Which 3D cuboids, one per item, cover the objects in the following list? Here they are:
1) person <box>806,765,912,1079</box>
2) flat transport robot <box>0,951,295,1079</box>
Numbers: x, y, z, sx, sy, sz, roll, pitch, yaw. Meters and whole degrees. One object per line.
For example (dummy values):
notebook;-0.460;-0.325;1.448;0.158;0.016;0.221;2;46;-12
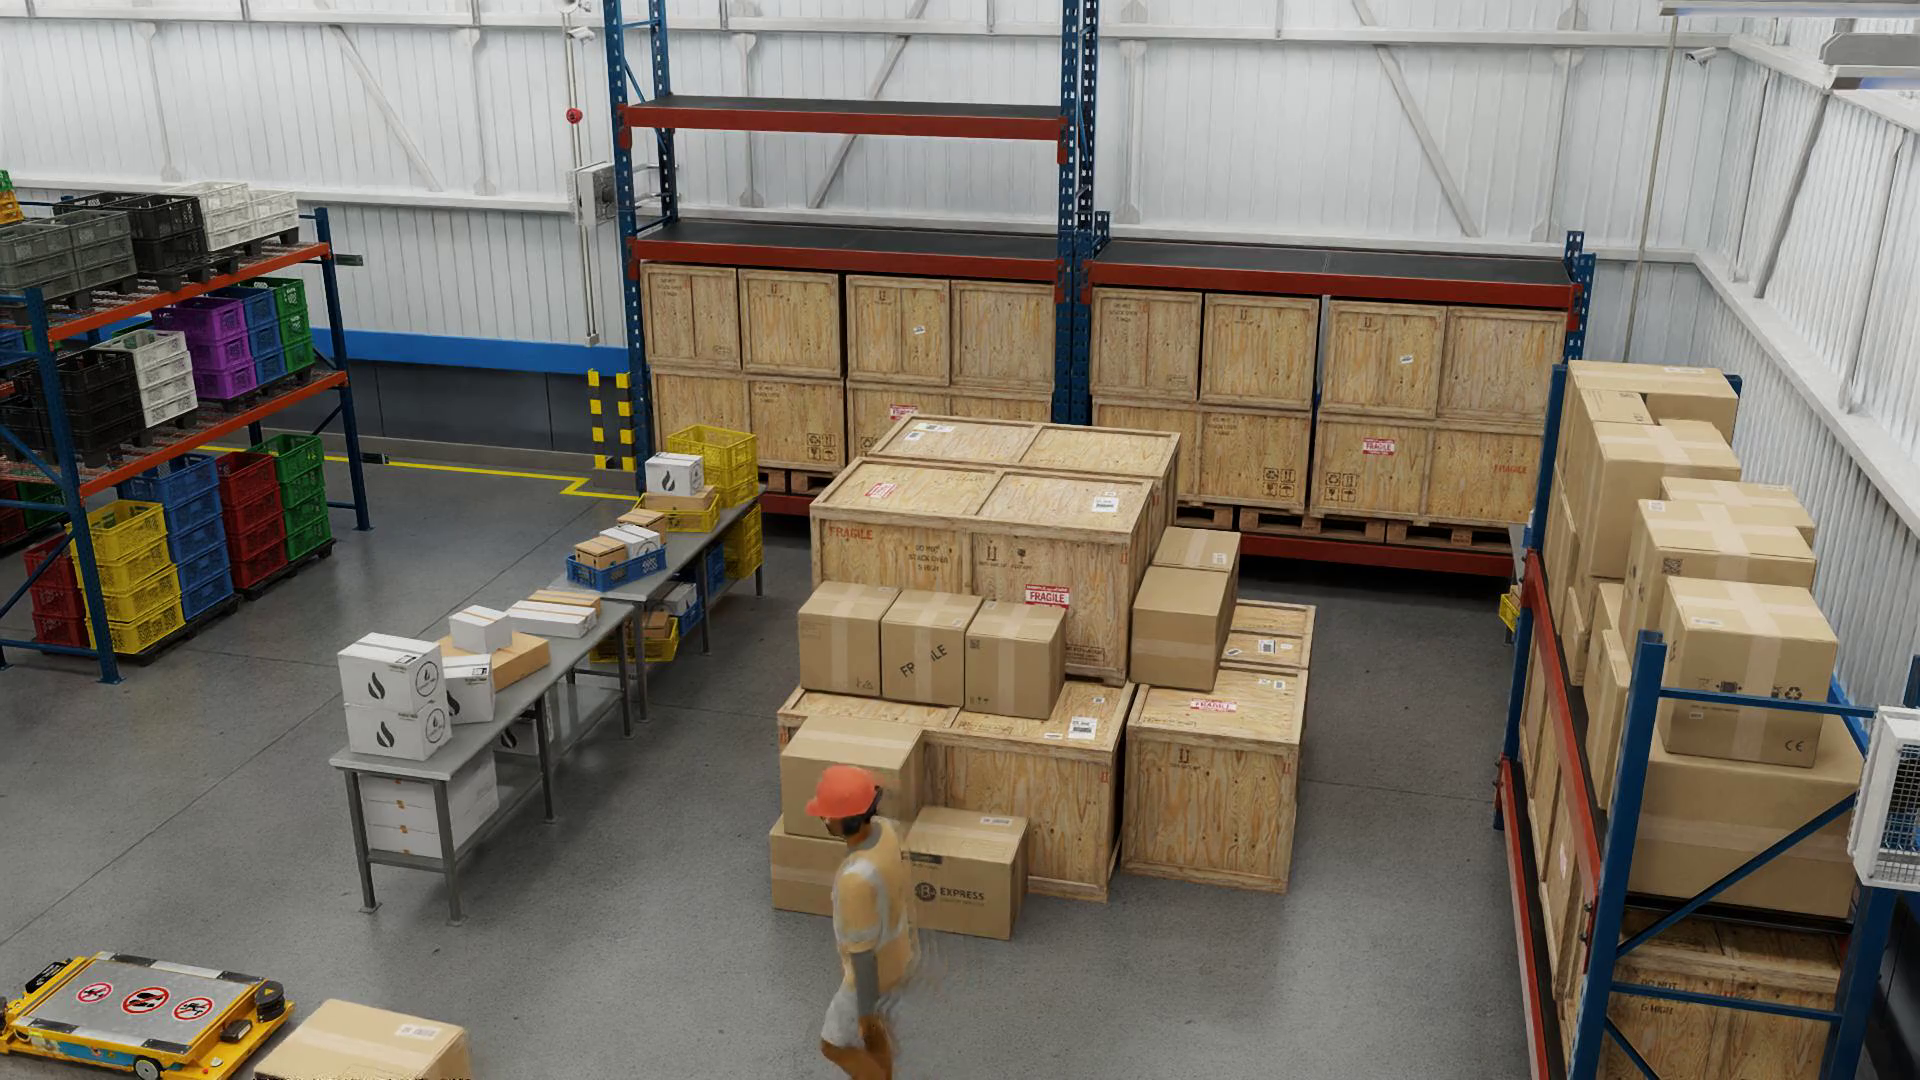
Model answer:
person;-0.422;1.924;7.559;0.502;2.022;0.629;5;21;13
flat transport robot;-4.270;2.464;8.601;1.431;0.231;0.659;5;22;13
